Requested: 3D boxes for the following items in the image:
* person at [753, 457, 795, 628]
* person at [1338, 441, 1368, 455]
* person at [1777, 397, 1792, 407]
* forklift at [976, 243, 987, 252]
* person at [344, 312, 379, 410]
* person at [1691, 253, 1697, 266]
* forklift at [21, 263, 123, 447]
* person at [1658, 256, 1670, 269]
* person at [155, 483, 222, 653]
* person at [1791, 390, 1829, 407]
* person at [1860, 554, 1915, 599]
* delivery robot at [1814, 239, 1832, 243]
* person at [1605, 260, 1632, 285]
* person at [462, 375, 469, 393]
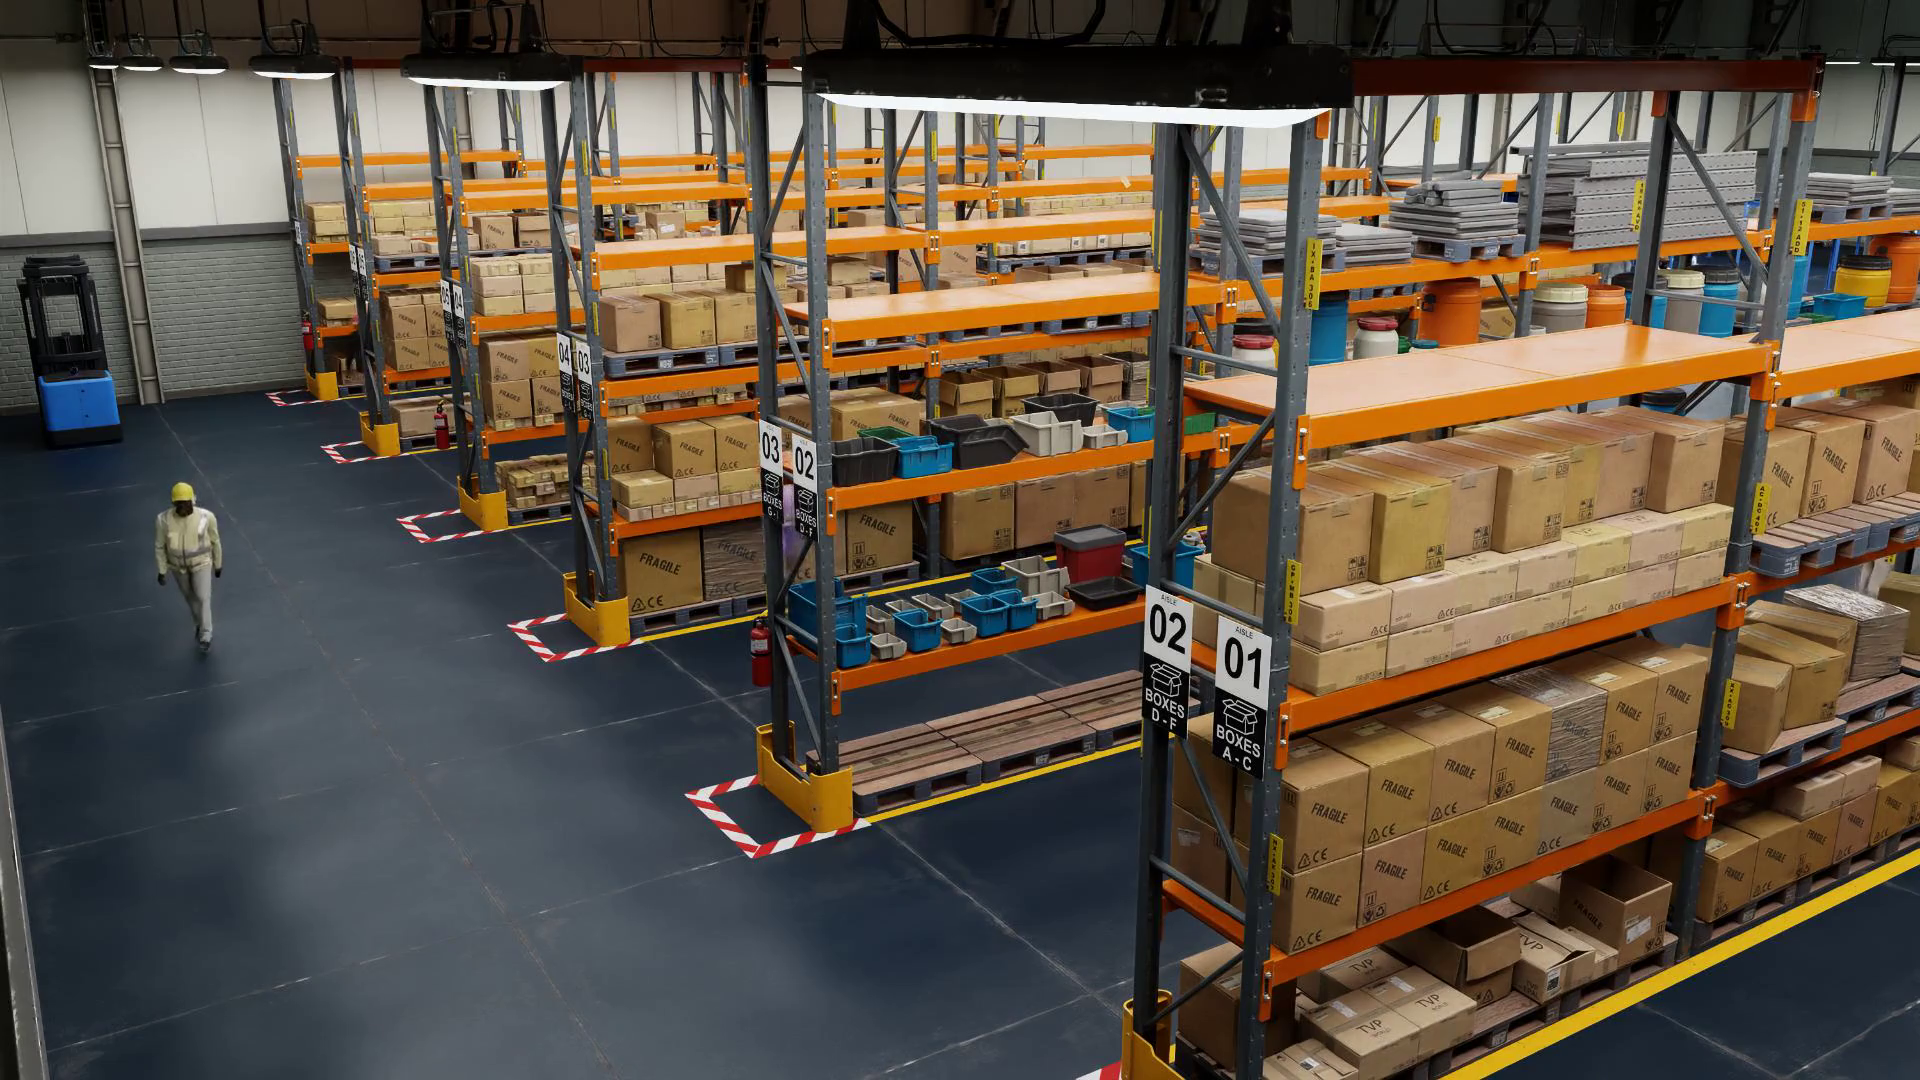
[{"bbox_3d":[-1.904,0.035,16.870,0.635,2.022,0.622,-11,20,-32],"label":"person"},{"bbox_3d":[4.594,-0.305,18.030,0.747,2.000,0.697,-5,18,-17],"label":"person"},{"bbox_3d":[11.860,-1.726,22.958,0.509,1.841,0.347,-10,20,-30],"label":"person"},{"bbox_3d":[0.988,-5.474,34.718,1.214,2.155,2.313,-10,20,-31],"label":"forklift"},{"bbox_3d":[-9.975,-2.828,26.358,0.649,1.961,0.751,7,18,21],"label":"person"},{"bbox_3d":[17.709,-6.364,38.553,0.823,1.602,0.514,13,21,37],"label":"person"},{"bbox_3d":[-14.518,-3.079,25.708,1.129,2.768,1.873,-10,20,-31],"label":"forklift"},{"bbox_3d":[15.424,-5.336,34.790,0.634,1.841,0.429,-5,18,-16],"label":"person"},{"bbox_3d":[-8.073,0.264,16.538,0.593,1.785,0.946,-3,17,-11],"label":"person"},{"bbox_3d":[14.581,-2.944,27.046,0.939,1.788,0.628,-2,17,-8],"label":"person"},{"bbox_3d":[9.283,0.534,15.926,0.666,1.609,0.502,-5,18,-17],"label":"person"},{"bbox_3d":[28.589,-10.070,52.396,0.477,0.478,0.707,-11,20,-31],"label":"delivery robot"},{"bbox_3d":[15.912,-6.417,38.213,0.769,1.924,0.645,-16,23,-42],"label":"person"},{"bbox_3d":[-8.438,-2.946,27.084,0.462,1.754,0.540,-16,23,-42],"label":"person"}]
